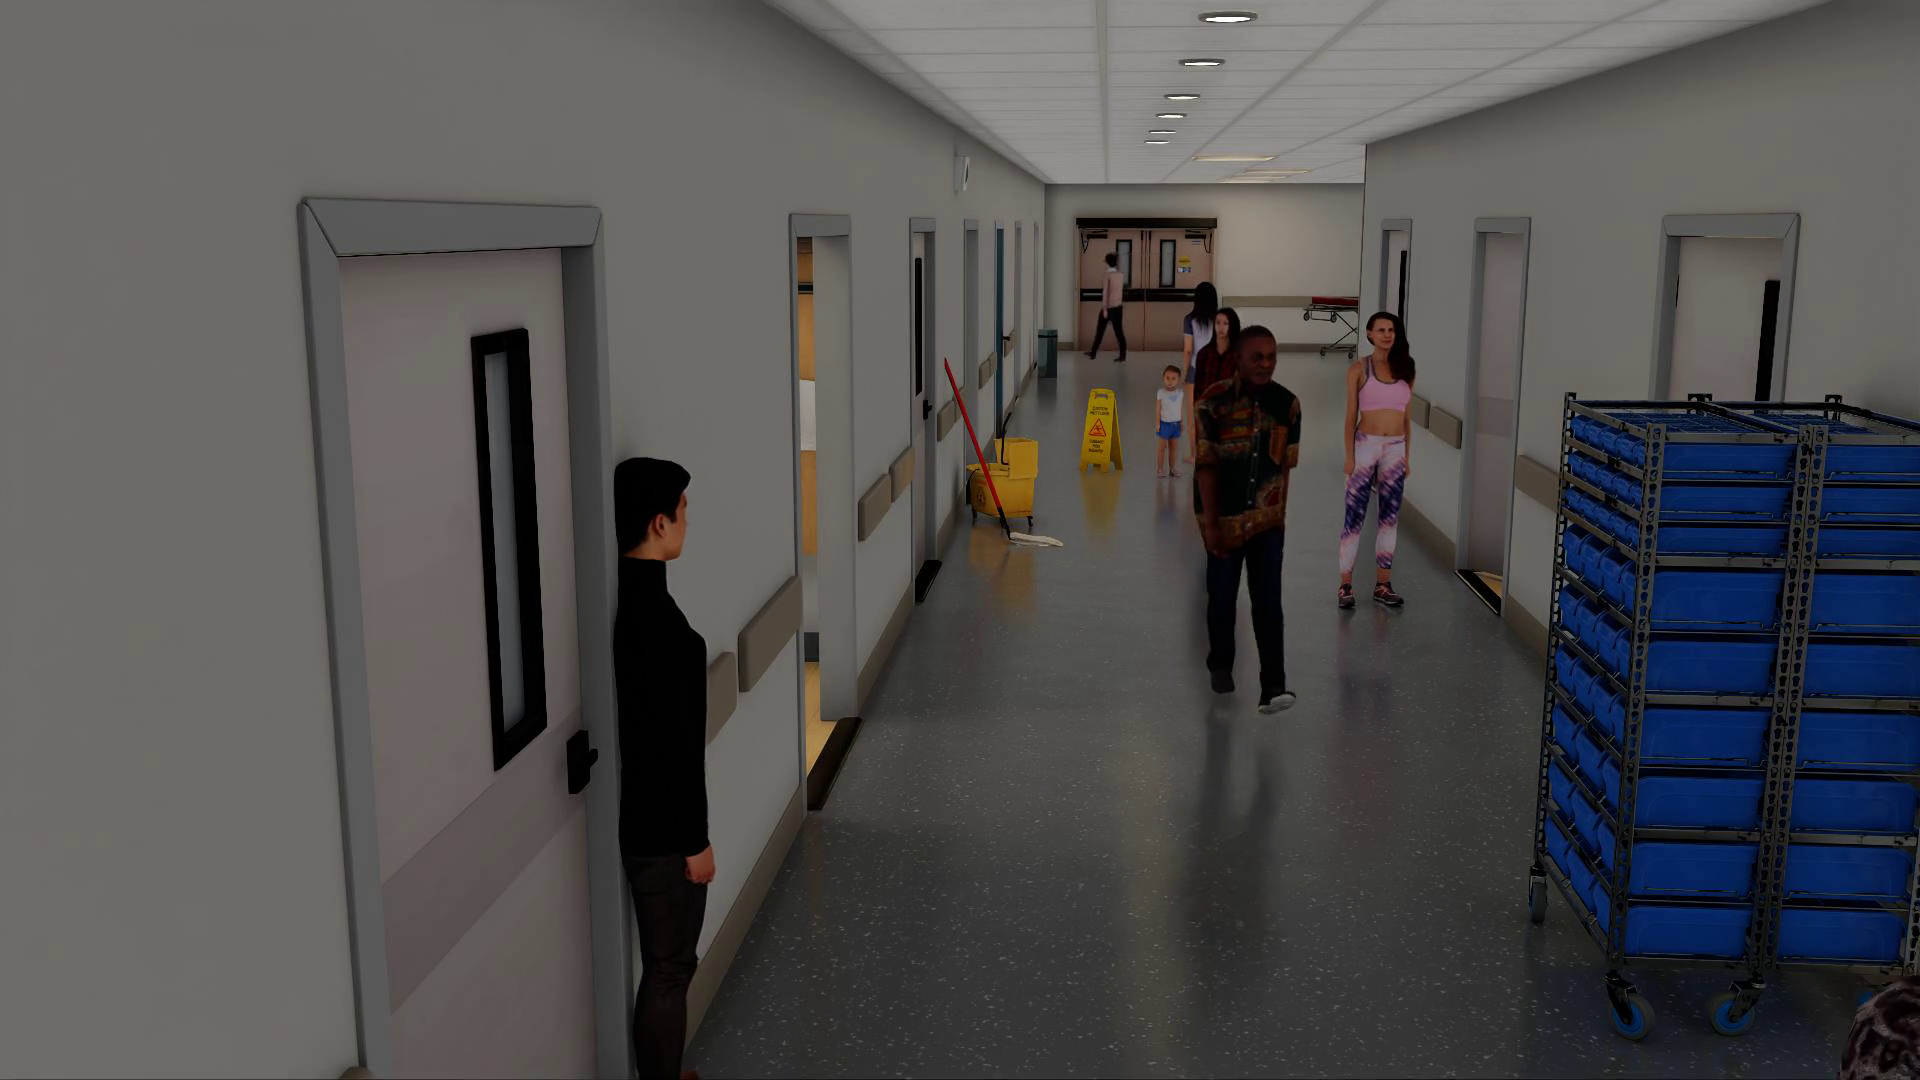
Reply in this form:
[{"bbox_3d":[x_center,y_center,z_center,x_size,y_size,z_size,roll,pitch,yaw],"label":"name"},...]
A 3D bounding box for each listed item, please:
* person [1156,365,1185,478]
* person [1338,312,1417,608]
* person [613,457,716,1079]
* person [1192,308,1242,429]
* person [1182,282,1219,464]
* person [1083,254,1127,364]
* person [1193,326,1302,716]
[{"bbox_3d":[1.906,-1.084,15.128,0.464,1.020,0.485,-3,11,-14],"label":"person"},{"bbox_3d":[2.500,-0.486,9.976,0.644,1.766,0.598,-1,11,-7],"label":"person"},{"bbox_3d":[-0.771,0.653,4.093,0.777,1.723,0.694,-7,13,-34],"label":"person"},{"bbox_3d":[2.002,-0.948,12.736,0.740,1.645,0.897,5,12,23],"label":"person"},{"bbox_3d":[2.345,-1.619,16.032,0.649,1.734,0.629,-3,11,-16],"label":"person"},{"bbox_3d":[2.532,-3.730,27.090,1.095,1.759,1.212,-8,13,-36],"label":"person"},{"bbox_3d":[1.289,-0.089,7.802,0.818,1.757,1.205,-1,11,-5],"label":"person"}]
